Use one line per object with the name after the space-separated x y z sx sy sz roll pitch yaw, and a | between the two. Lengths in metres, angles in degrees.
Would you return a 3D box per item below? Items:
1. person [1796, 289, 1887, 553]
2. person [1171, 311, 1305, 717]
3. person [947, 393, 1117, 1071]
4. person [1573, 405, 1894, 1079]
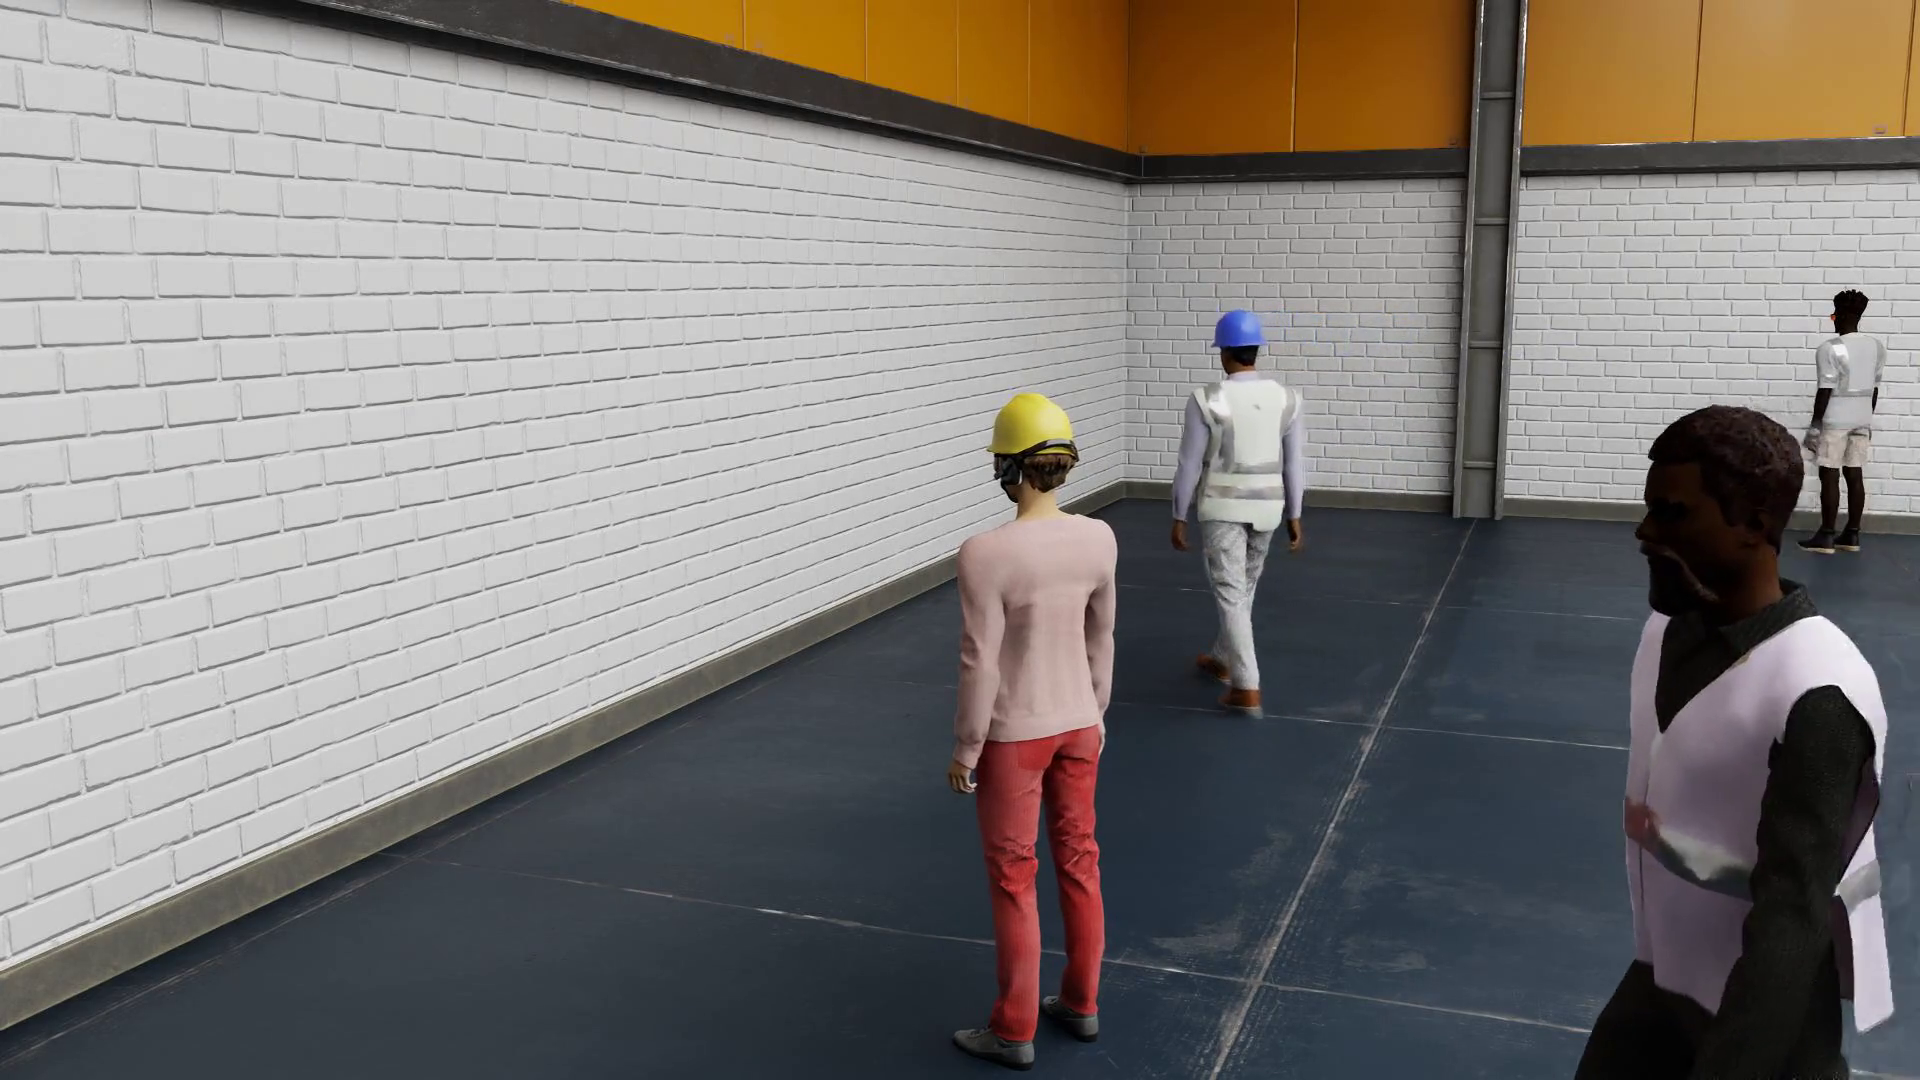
6.576 -0.879 12.411 0.607 1.966 0.367 -4 10 -21 | person
1.313 -0.150 8.058 0.632 1.901 0.916 -3 10 -20 | person
0.185 0.500 4.381 0.533 1.768 0.310 -7 12 -39 | person
1.137 0.725 2.641 0.987 1.862 0.618 0 9 -2 | person
